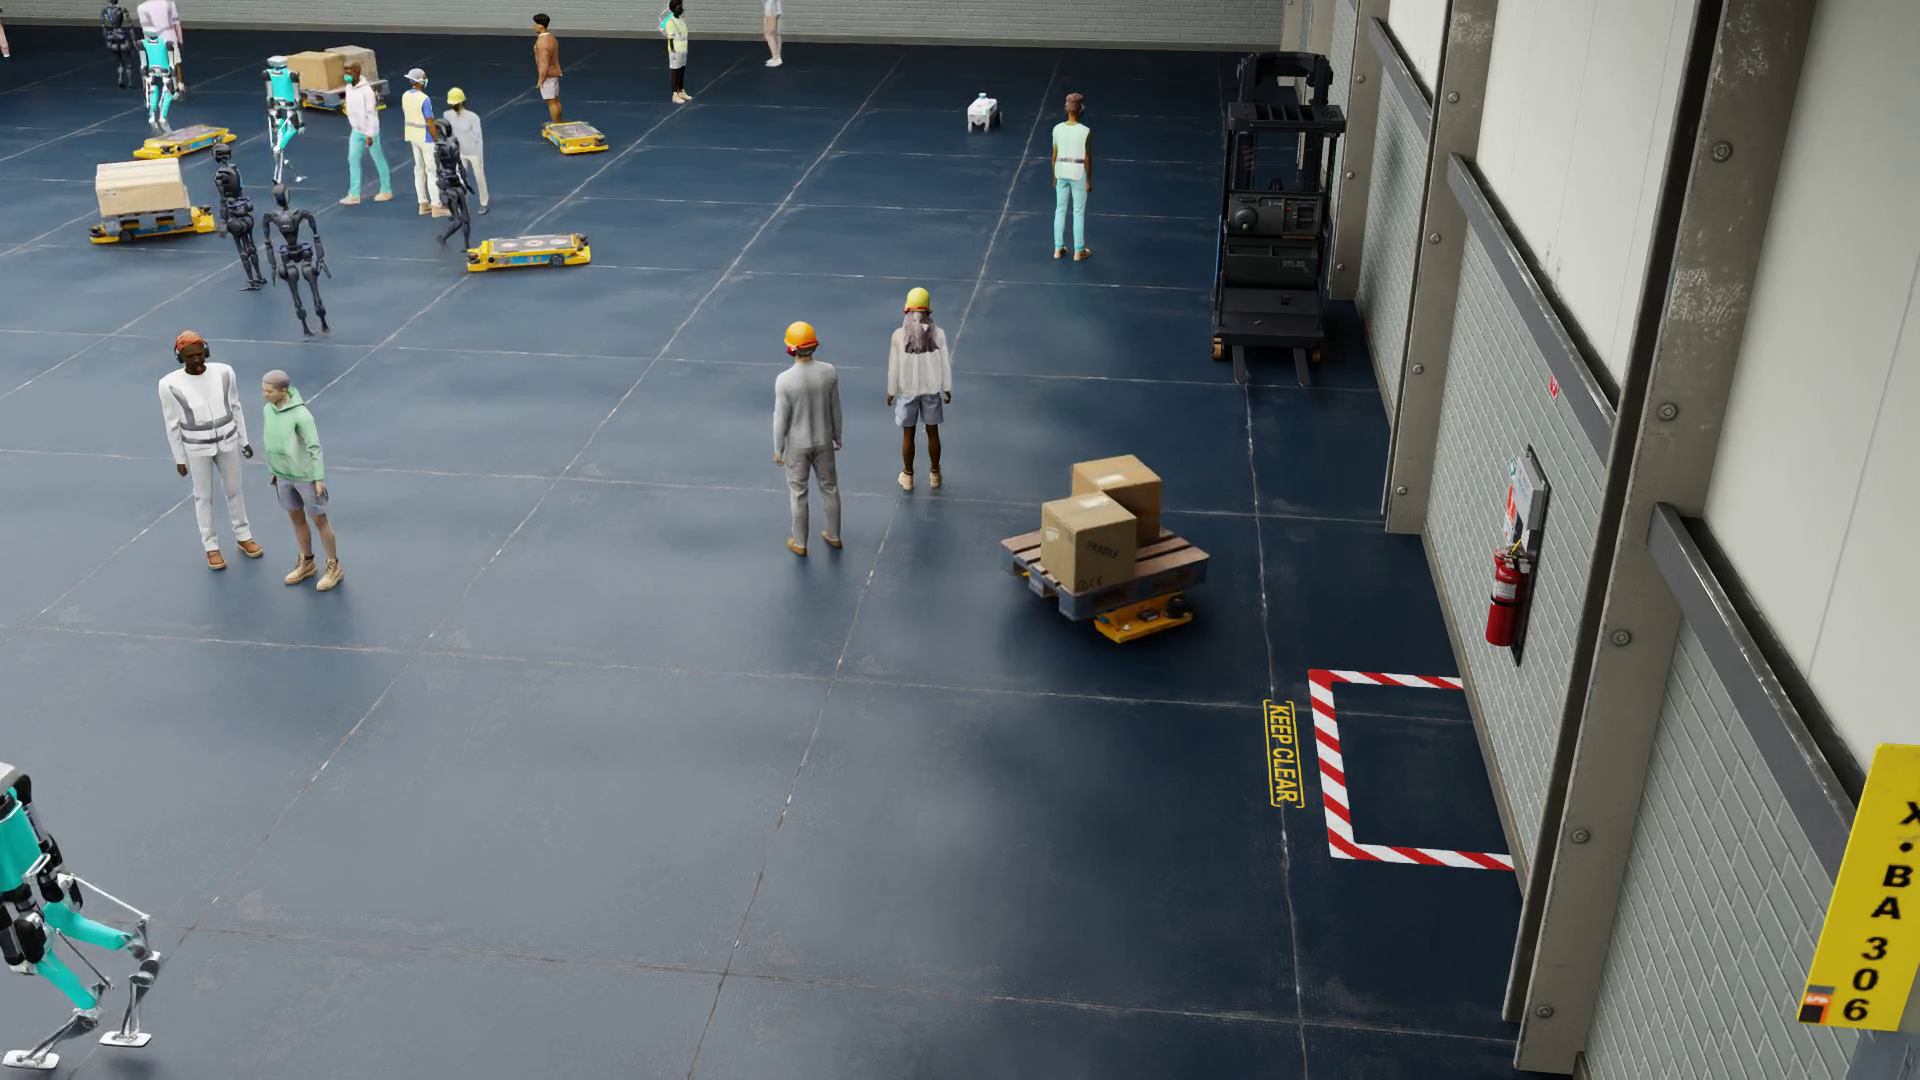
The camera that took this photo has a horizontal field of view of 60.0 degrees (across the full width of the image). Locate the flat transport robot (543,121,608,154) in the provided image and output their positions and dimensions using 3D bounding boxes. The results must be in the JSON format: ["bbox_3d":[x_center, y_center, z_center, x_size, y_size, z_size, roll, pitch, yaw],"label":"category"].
[{"bbox_3d":[-5.900,-6.167,25.449,0.659,0.231,1.431,-12,29,-23],"label":"flat transport robot"}]

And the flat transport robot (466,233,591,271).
[{"bbox_3d":[-5.202,-3.470,20.066,1.431,0.231,0.659,-6,27,-12],"label":"flat transport robot"}]

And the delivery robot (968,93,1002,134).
[{"bbox_3d":[0.362,-6.770,26.320,0.499,0.581,0.767,6,27,12],"label":"delivery robot"}]

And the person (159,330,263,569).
[{"bbox_3d":[-5.734,-0.705,12.743,0.581,1.882,0.337,-24,35,-39],"label":"person"}]

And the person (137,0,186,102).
[{"bbox_3d":[-13.350,-8.363,27.896,0.612,2.013,0.880,-12,29,-23],"label":"person"}]

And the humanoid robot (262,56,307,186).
[{"bbox_3d":[-9.431,-5.695,22.902,0.532,1.768,0.997,5,27,11],"label":"humanoid robot"}]

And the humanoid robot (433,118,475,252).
[{"bbox_3d":[-6.136,-4.283,20.128,0.468,1.644,0.612,7,27,14],"label":"humanoid robot"}]

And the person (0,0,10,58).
[{"bbox_3d":[-18.428,-10.057,31.388,0.635,1.910,0.408,-21,34,-36],"label":"person"}]

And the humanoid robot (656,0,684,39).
[{"bbox_3d":[-5.521,-10.158,31.626,0.735,1.680,0.533,-7,28,-14],"label":"humanoid robot"}]

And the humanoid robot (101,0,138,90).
[{"bbox_3d":[-14.579,-8.667,28.870,0.609,1.635,0.361,2,27,4],"label":"humanoid robot"}]

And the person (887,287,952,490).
[{"bbox_3d":[-0.336,-1.252,13.967,0.552,1.762,0.401,-4,27,-9],"label":"person"}]

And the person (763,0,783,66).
[{"bbox_3d":[-3.468,-9.753,30.826,0.412,1.877,0.506,9,28,17],"label":"person"}]

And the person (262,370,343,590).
[{"bbox_3d":[-4.927,-0.458,12.409,0.477,1.739,0.317,11,29,20],"label":"person"}]

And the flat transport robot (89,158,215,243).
[{"bbox_3d":[-10.270,-4.015,21.153,1.431,0.231,0.659,-12,29,-22],"label":"flat transport robot"}]

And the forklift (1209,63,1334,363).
[{"bbox_3d":[3.241,-3.477,17.183,1.129,2.768,1.873,3,27,6],"label":"forklift"}]

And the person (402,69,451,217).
[{"bbox_3d":[-6.979,-5.155,21.621,0.545,1.890,0.383,17,31,31],"label":"person"}]

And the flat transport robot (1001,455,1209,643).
[{"bbox_3d":[1.052,0.326,12.487,0.659,0.231,1.431,-15,30,-27],"label":"flat transport robot"}]

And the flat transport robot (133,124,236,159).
[{"bbox_3d":[-11.714,-6.016,25.149,0.659,0.231,1.431,9,28,17],"label":"flat transport robot"}]

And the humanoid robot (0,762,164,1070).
[{"bbox_3d":[-4.222,1.821,7.881,0.912,1.769,0.542,1,27,3],"label":"humanoid robot"}]

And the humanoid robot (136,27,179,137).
[{"bbox_3d":[-12.031,-6.721,24.956,0.533,1.825,0.692,-2,27,-4],"label":"humanoid robot"}]

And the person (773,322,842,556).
[{"bbox_3d":[-1.176,-0.781,12.897,0.576,1.888,0.379,-12,29,-23],"label":"person"}]

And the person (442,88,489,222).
[{"bbox_3d":[-6.378,-4.957,21.414,0.537,1.705,0.945,3,27,7],"label":"person"}]

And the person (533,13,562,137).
[{"bbox_3d":[-6.354,-7.194,25.727,0.396,1.856,0.774,0,27,0],"label":"person"}]

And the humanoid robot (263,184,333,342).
[{"bbox_3d":[-6.894,-2.888,17.336,0.597,1.661,0.330,-7,27,-13],"label":"humanoid robot"}]

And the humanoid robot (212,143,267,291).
[{"bbox_3d":[-8.219,-3.672,18.882,0.315,1.657,0.599,1,27,1],"label":"humanoid robot"}]

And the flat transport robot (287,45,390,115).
[{"bbox_3d":[-10.308,-7.286,27.683,1.431,0.231,0.659,16,31,28],"label":"flat transport robot"}]

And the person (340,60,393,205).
[{"bbox_3d":[-7.986,-5.383,22.074,0.506,1.881,0.889,13,30,25],"label":"person"}]

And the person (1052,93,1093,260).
[{"bbox_3d":[1.335,-4.334,19.884,0.491,1.978,0.390,11,29,21],"label":"person"}]

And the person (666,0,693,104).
[{"bbox_3d":[-4.731,-8.227,27.965,0.317,1.695,0.539,8,28,15],"label":"person"}]
